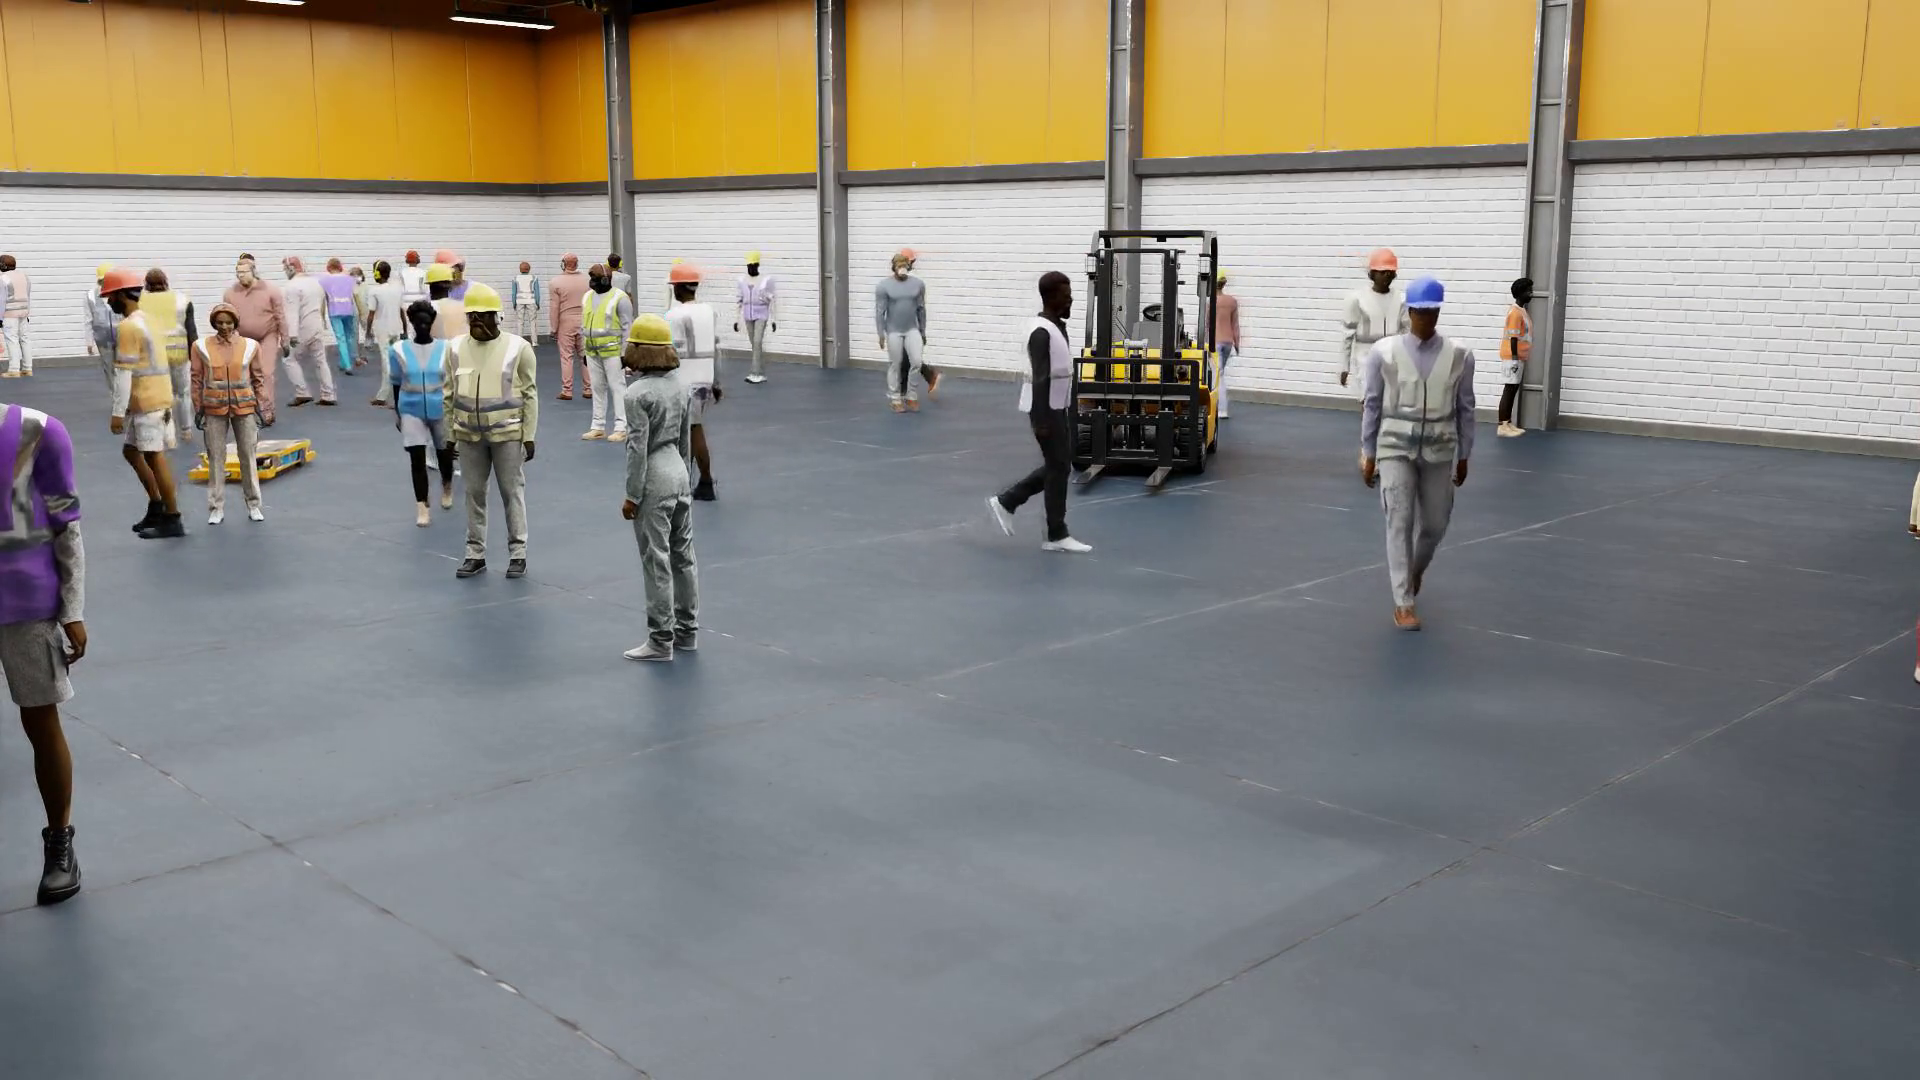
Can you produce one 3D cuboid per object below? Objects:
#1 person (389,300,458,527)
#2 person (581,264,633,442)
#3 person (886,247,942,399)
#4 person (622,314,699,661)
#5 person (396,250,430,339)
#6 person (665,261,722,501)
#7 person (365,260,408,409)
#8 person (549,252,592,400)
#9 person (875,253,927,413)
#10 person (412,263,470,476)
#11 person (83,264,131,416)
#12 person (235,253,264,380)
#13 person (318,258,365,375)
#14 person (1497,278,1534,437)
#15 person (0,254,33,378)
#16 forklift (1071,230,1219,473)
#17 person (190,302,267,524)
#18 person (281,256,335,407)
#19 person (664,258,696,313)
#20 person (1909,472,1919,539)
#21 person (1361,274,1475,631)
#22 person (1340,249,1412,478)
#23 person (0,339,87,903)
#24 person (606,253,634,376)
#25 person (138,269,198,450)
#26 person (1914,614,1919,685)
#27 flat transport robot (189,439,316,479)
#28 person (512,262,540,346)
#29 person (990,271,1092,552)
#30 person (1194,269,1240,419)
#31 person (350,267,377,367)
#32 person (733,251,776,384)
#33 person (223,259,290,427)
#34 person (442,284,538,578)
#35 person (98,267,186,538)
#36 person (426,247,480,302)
[{"bbox_3d":[-3.982,-0.970,12.471,0.536,1.669,0.777,-3,11,-15],"label":"person"},{"bbox_3d":[-3.688,-1.941,17.284,0.624,1.841,0.430,6,12,29],"label":"person"},{"bbox_3d":[-0.606,-2.797,21.561,0.706,1.979,0.619,3,11,13],"label":"person"},{"bbox_3d":[-1.533,-0.261,8.384,0.295,1.744,0.484,5,12,25],"label":"person"},{"bbox_3d":[-8.957,-3.816,27.381,0.581,1.884,0.351,-1,10,-3],"label":"person"},{"bbox_3d":[-2.272,-1.281,13.463,0.780,1.913,0.571,6,12,31],"label":"person"},{"bbox_3d":[-7.088,-2.524,20.508,0.885,1.830,0.550,6,12,31],"label":"person"},{"bbox_3d":[-5.048,-2.778,21.644,0.643,1.913,0.410,-8,13,-37],"label":"person"},{"bbox_3d":[-0.683,-2.462,19.891,0.667,1.917,0.602,-4,11,-19],"label":"person"},{"bbox_3d":[-4.628,-1.512,14.828,0.980,1.872,0.612,6,12,29],"label":"person"},{"bbox_3d":[-10.033,-2.355,19.682,0.603,1.788,0.899,-4,11,-21],"label":"person"},{"bbox_3d":[-10.487,-3.297,24.591,0.328,1.872,0.511,5,11,23],"label":"person"},{"bbox_3d":[-9.544,-3.446,25.665,0.604,1.786,1.004,-7,13,-34],"label":"person"},{"bbox_3d":[5.898,-1.933,17.654,0.321,1.686,0.530,5,11,23],"label":"person"},{"bbox_3d":[-14.268,-3.366,25.038,0.429,1.846,0.626,2,11,11],"label":"person"},{"bbox_3d":[1.804,-1.825,15.677,1.214,2.155,2.313,2,11,13],"label":"forklift"},{"bbox_3d":[-5.428,-0.940,12.370,0.514,1.638,0.310,-5,11,-24],"label":"person"},{"bbox_3d":[-8.188,-2.585,20.709,0.684,1.864,0.780,1,10,7],"label":"person"},{"bbox_3d":[-4.671,-3.829,27.798,0.524,1.761,0.339,-2,11,-10],"label":"person"},{"bbox_3d":[6.924,-0.806,11.682,0.287,1.627,0.497,4,11,20],"label":"person"},{"bbox_3d":[2.514,-0.502,9.196,0.613,1.928,0.722,1,10,4],"label":"person"},{"bbox_3d":[3.737,-1.540,14.640,0.635,2.000,0.983,-2,11,-10],"label":"person"},{"bbox_3d":[-3.063,0.218,5.244,0.551,1.932,0.377,-3,11,-14],"label":"person"},{"bbox_3d":[-5.196,-3.395,25.141,0.532,1.864,0.312,-3,11,-18],"label":"person"},{"bbox_3d":[-8.047,-1.830,16.816,0.652,1.784,1.005,-5,12,-26],"label":"person"},{"bbox_3d":[4.769,-0.155,7.742,0.533,1.767,0.326,-3,11,-13],"label":"person"},{"bbox_3d":[-6.370,-0.744,15.031,0.652,0.197,1.431,-1,10,-5],"label":"flat transport robot"},{"bbox_3d":[-8.344,-4.532,32.002,0.531,1.626,0.322,0,10,-3],"label":"person"},{"bbox_3d":[0.552,-0.863,11.245,0.667,1.901,0.595,3,11,17],"label":"person"},{"bbox_3d":[2.963,-2.302,19.525,0.545,1.725,0.834,-5,12,-27],"label":"person"},{"bbox_3d":[-9.723,-3.612,26.999,0.501,1.615,0.521,7,13,35],"label":"person"},{"bbox_3d":[-3.002,-3.179,23.862,0.613,1.893,0.871,5,11,23],"label":"person"},{"bbox_3d":[-7.865,-2.183,18.527,0.652,1.863,0.886,0,10,0],"label":"person"},{"bbox_3d":[-2.938,-0.673,10.379,0.599,1.832,0.404,1,10,3],"label":"person"},{"bbox_3d":[-5.754,-0.952,11.708,0.532,1.903,0.605,-2,11,-13],"label":"person"},{"bbox_3d":[-4.985,-1.906,16.610,0.608,2.013,0.442,-3,11,-18],"label":"person"}]
